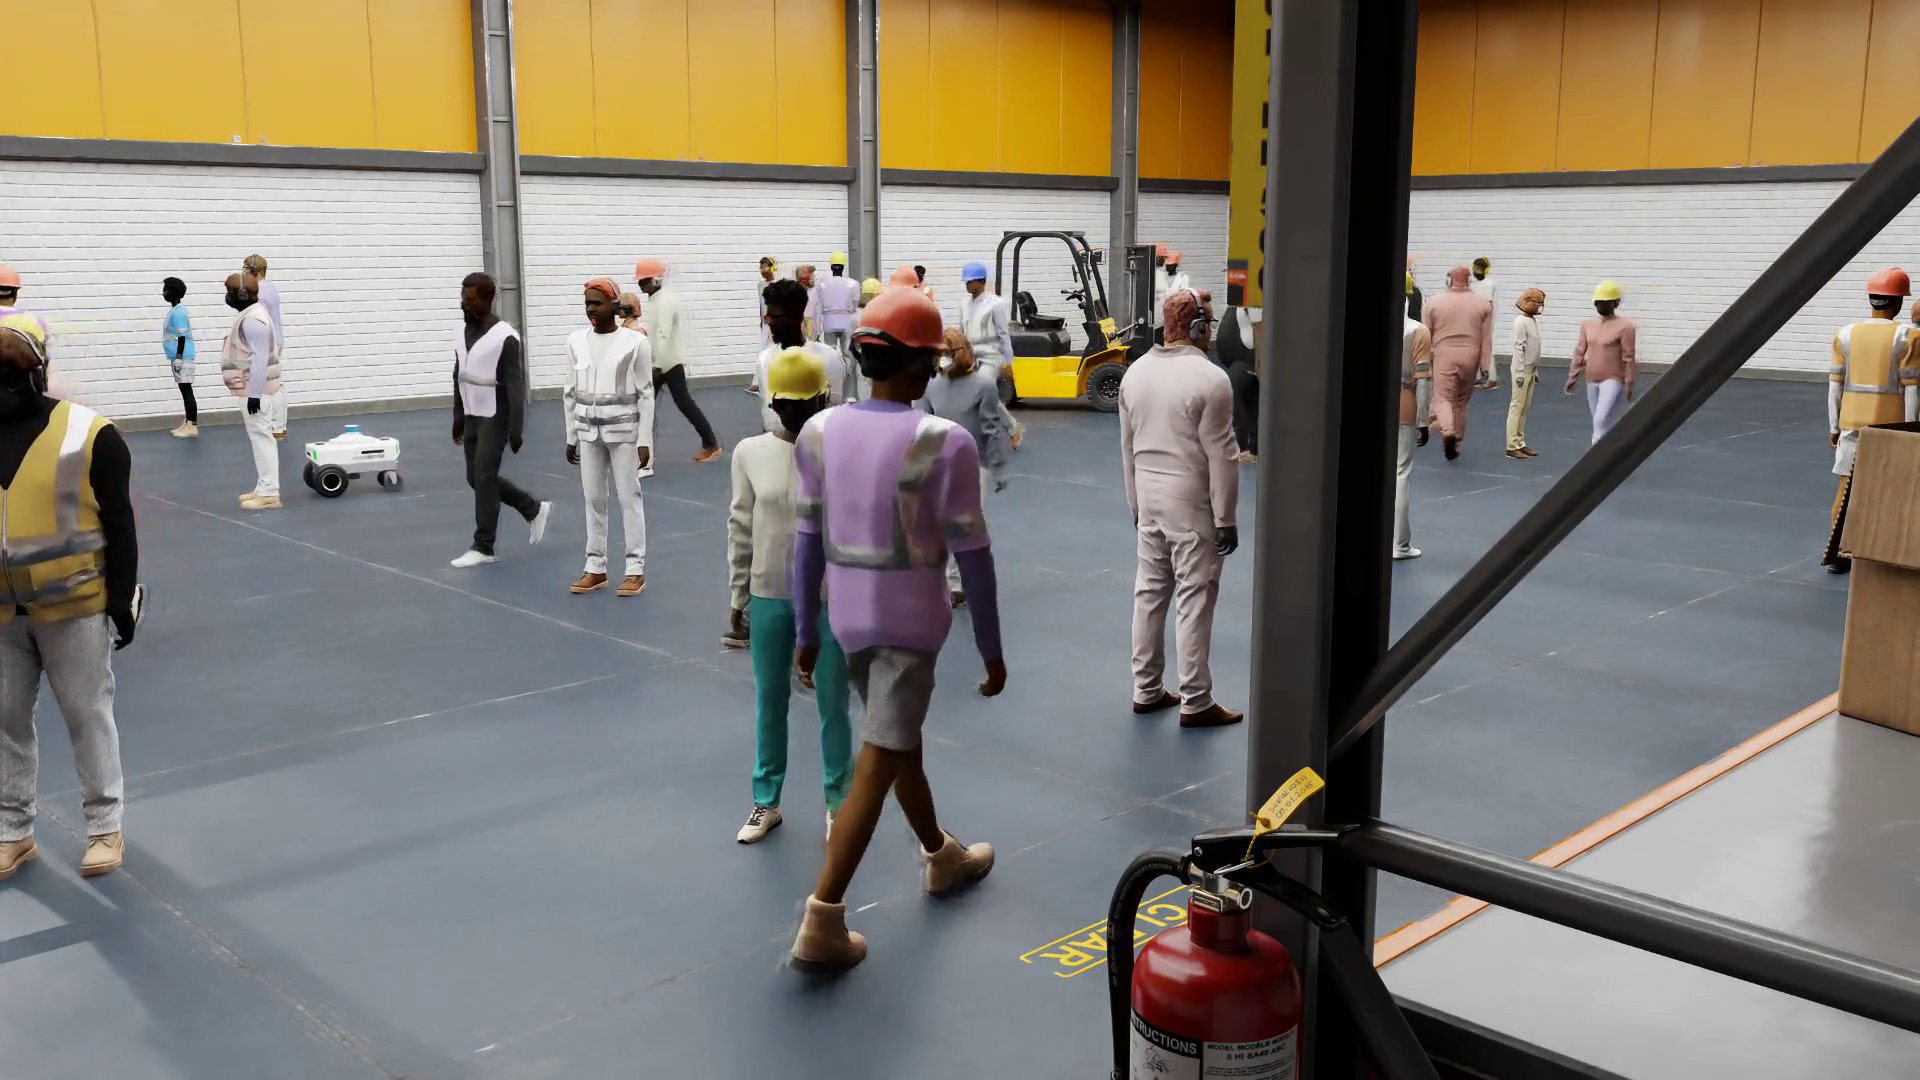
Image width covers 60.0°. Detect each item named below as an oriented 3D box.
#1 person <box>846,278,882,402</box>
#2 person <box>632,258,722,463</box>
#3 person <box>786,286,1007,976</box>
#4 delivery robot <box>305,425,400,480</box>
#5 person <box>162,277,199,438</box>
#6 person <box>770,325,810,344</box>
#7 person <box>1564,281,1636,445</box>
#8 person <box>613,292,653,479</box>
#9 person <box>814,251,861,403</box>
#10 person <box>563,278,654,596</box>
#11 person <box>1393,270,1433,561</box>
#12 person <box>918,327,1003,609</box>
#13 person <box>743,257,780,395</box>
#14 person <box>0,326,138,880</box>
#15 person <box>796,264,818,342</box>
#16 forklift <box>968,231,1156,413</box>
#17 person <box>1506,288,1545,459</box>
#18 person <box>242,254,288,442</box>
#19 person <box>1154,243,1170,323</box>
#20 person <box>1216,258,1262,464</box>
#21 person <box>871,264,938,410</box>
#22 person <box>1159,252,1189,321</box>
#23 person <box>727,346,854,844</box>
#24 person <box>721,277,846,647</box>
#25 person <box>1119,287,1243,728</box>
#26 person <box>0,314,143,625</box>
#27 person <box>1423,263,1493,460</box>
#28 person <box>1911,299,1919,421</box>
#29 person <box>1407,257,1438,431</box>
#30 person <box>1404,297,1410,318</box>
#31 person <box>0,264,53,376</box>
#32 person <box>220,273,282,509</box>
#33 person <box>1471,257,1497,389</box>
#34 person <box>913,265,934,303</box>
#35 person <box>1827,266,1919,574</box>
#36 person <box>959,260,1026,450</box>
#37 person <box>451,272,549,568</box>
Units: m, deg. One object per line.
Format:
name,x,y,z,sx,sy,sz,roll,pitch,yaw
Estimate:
person,-0.838,-1.620,15.827,0.504,1.722,0.593,-2,11,-13
person,-2.701,-1.648,15.448,1.052,1.941,0.627,-6,12,-30
person,-0.196,0.246,4.965,0.629,1.989,1.071,7,13,35
delivery robot,-5.036,-0.712,13.809,0.707,0.478,0.477,-5,11,-31
person,-8.255,-1.929,17.596,0.318,1.699,0.535,-5,12,-27
person,-0.944,-0.514,10.073,0.503,1.618,0.557,6,12,31
person,5.493,-1.352,14.374,0.790,1.734,0.528,-6,12,-29
person,-2.878,-1.358,14.652,0.314,1.636,0.514,-6,12,-29
person,-1.547,-2.688,21.109,0.594,1.926,0.367,-1,10,-5
person,-2.091,-0.605,9.877,0.576,1.883,0.354,3,11,17
person,2.818,-0.827,10.962,0.585,1.927,0.366,7,13,34
person,-0.018,-0.393,9.422,0.535,1.617,0.367,5,12,26
person,-2.548,-2.839,22.189,0.543,1.828,0.908,6,12,29
person,-3.062,0.218,5.503,0.634,1.839,0.429,-2,11,-10
person,-1.775,-2.113,18.262,0.695,1.824,0.585,-4,11,-18
forklift,1.222,-2.721,20.561,2.313,2.155,1.214,2,11,13
person,5.437,-1.599,15.976,0.289,1.632,0.497,7,13,34
person,-7.200,-1.980,17.219,0.379,1.940,0.629,-2,11,-8
person,2.833,-3.232,23.824,0.752,2.013,0.654,-4,11,-19
person,2.605,-1.701,15.422,0.649,2.000,0.700,0,10,3
person,-0.405,-1.357,13.954,0.543,1.903,0.949,9,14,41
person,3.273,-3.480,25.585,0.538,1.890,1.008,6,12,28
person,-0.556,0.205,5.801,0.524,1.760,0.326,1,10,7
person,-0.848,-0.424,8.810,0.607,1.919,0.990,7,12,32
person,0.985,-0.139,7.272,0.408,1.909,0.642,-8,13,-37
person,-4.600,-0.278,8.465,0.526,1.744,0.580,8,13,37
person,4.715,-1.684,15.810,0.671,1.872,0.840,1,10,8
person,7.879,-1.178,13.666,0.307,1.639,0.514,-8,13,-38
person,4.818,-2.110,17.948,1.008,1.954,0.638,-2,11,-11
person,4.237,-1.852,16.721,0.419,1.870,0.584,-4,11,-23
person,-7.052,-1.083,12.372,0.570,1.919,0.471,-5,11,-24
person,-5.554,-1.165,13.043,0.429,1.841,0.634,-4,11,-23
person,7.246,-2.991,23.026,0.642,1.828,0.532,-3,11,-18
person,-0.635,-3.226,24.702,0.530,1.690,0.321,3,11,18
person,5.700,-0.723,10.368,0.358,1.938,0.542,-9,14,-40
person,0.308,-1.747,16.078,0.908,1.905,0.654,-8,13,-38
person,-3.038,-0.795,10.871,0.601,1.902,0.737,9,14,41
